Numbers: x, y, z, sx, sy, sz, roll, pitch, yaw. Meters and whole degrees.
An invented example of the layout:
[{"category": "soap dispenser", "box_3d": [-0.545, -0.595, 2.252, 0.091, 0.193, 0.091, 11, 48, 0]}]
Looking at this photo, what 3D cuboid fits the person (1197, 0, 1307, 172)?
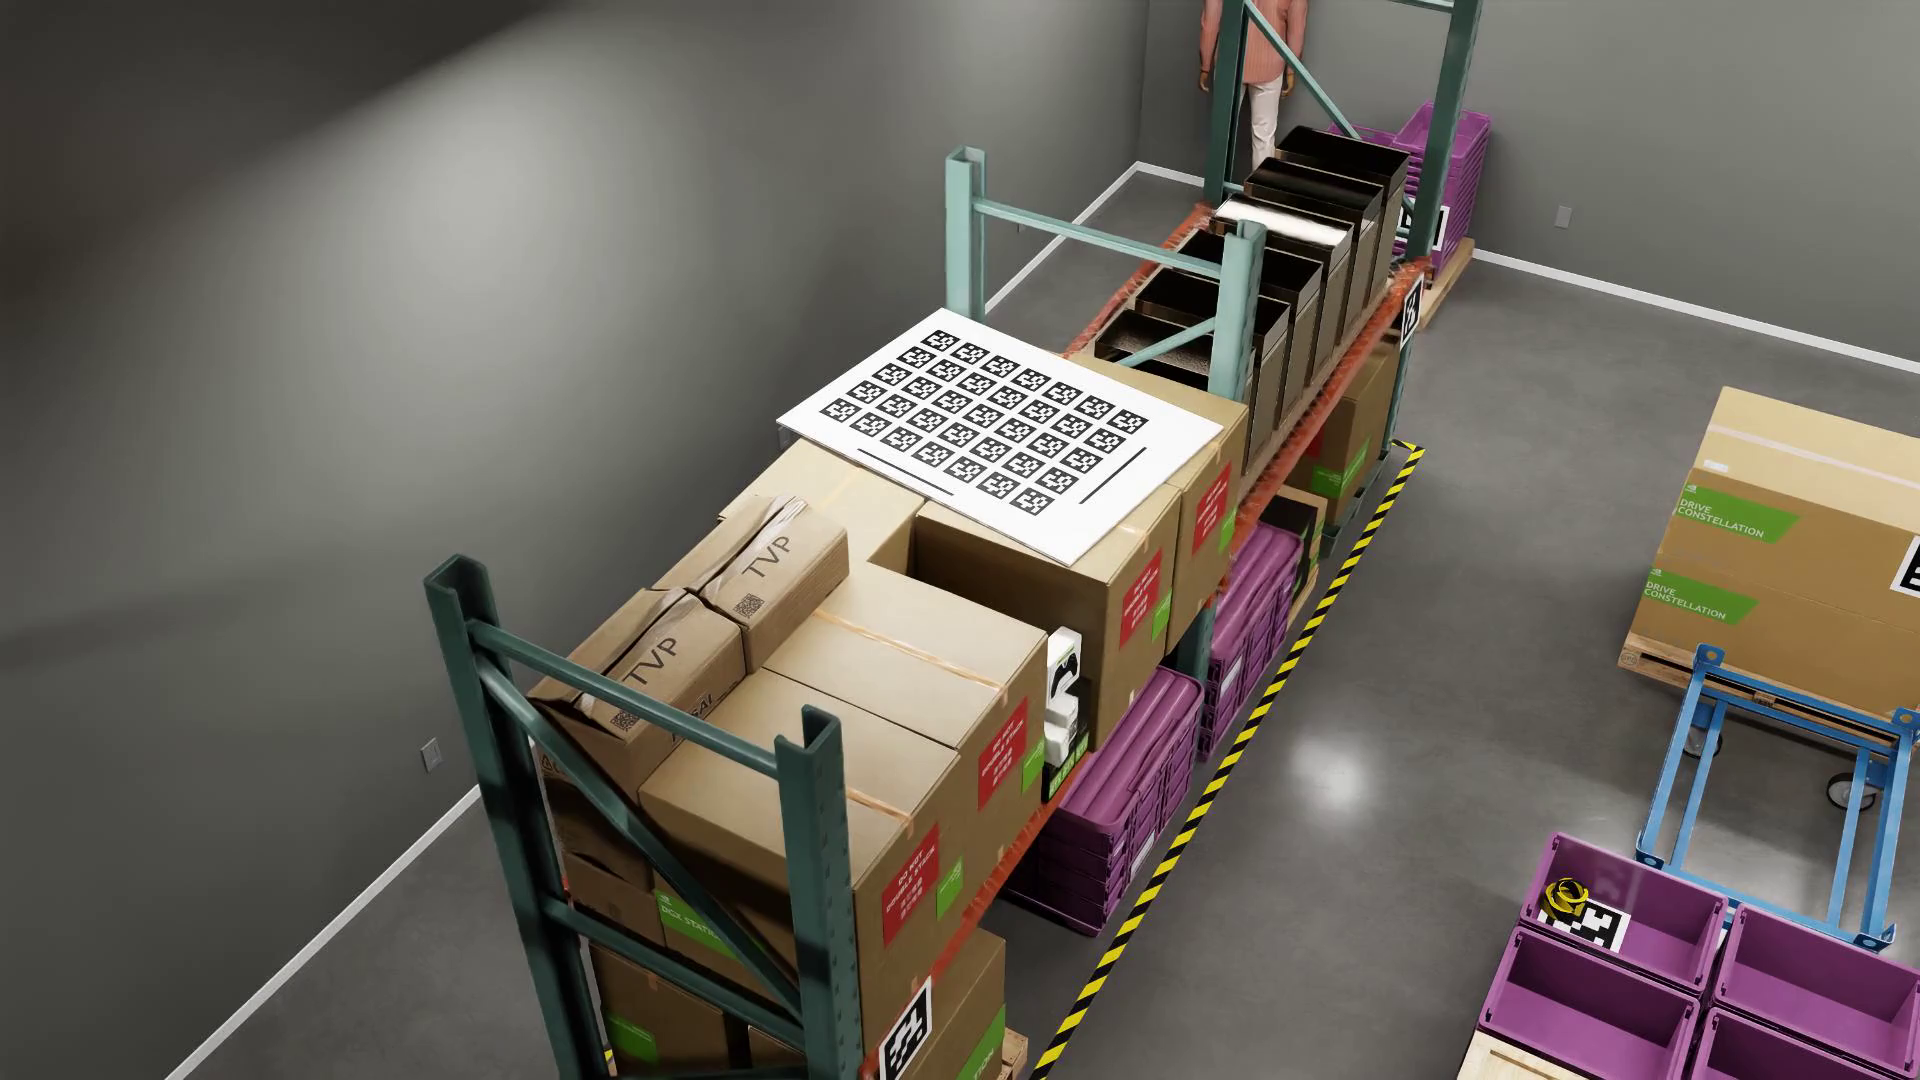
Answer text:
[{"category": "person", "box_3d": [1.722, -2.839, 9.937, 0.612, 1.995, 0.392, 5, 40, 6]}]
